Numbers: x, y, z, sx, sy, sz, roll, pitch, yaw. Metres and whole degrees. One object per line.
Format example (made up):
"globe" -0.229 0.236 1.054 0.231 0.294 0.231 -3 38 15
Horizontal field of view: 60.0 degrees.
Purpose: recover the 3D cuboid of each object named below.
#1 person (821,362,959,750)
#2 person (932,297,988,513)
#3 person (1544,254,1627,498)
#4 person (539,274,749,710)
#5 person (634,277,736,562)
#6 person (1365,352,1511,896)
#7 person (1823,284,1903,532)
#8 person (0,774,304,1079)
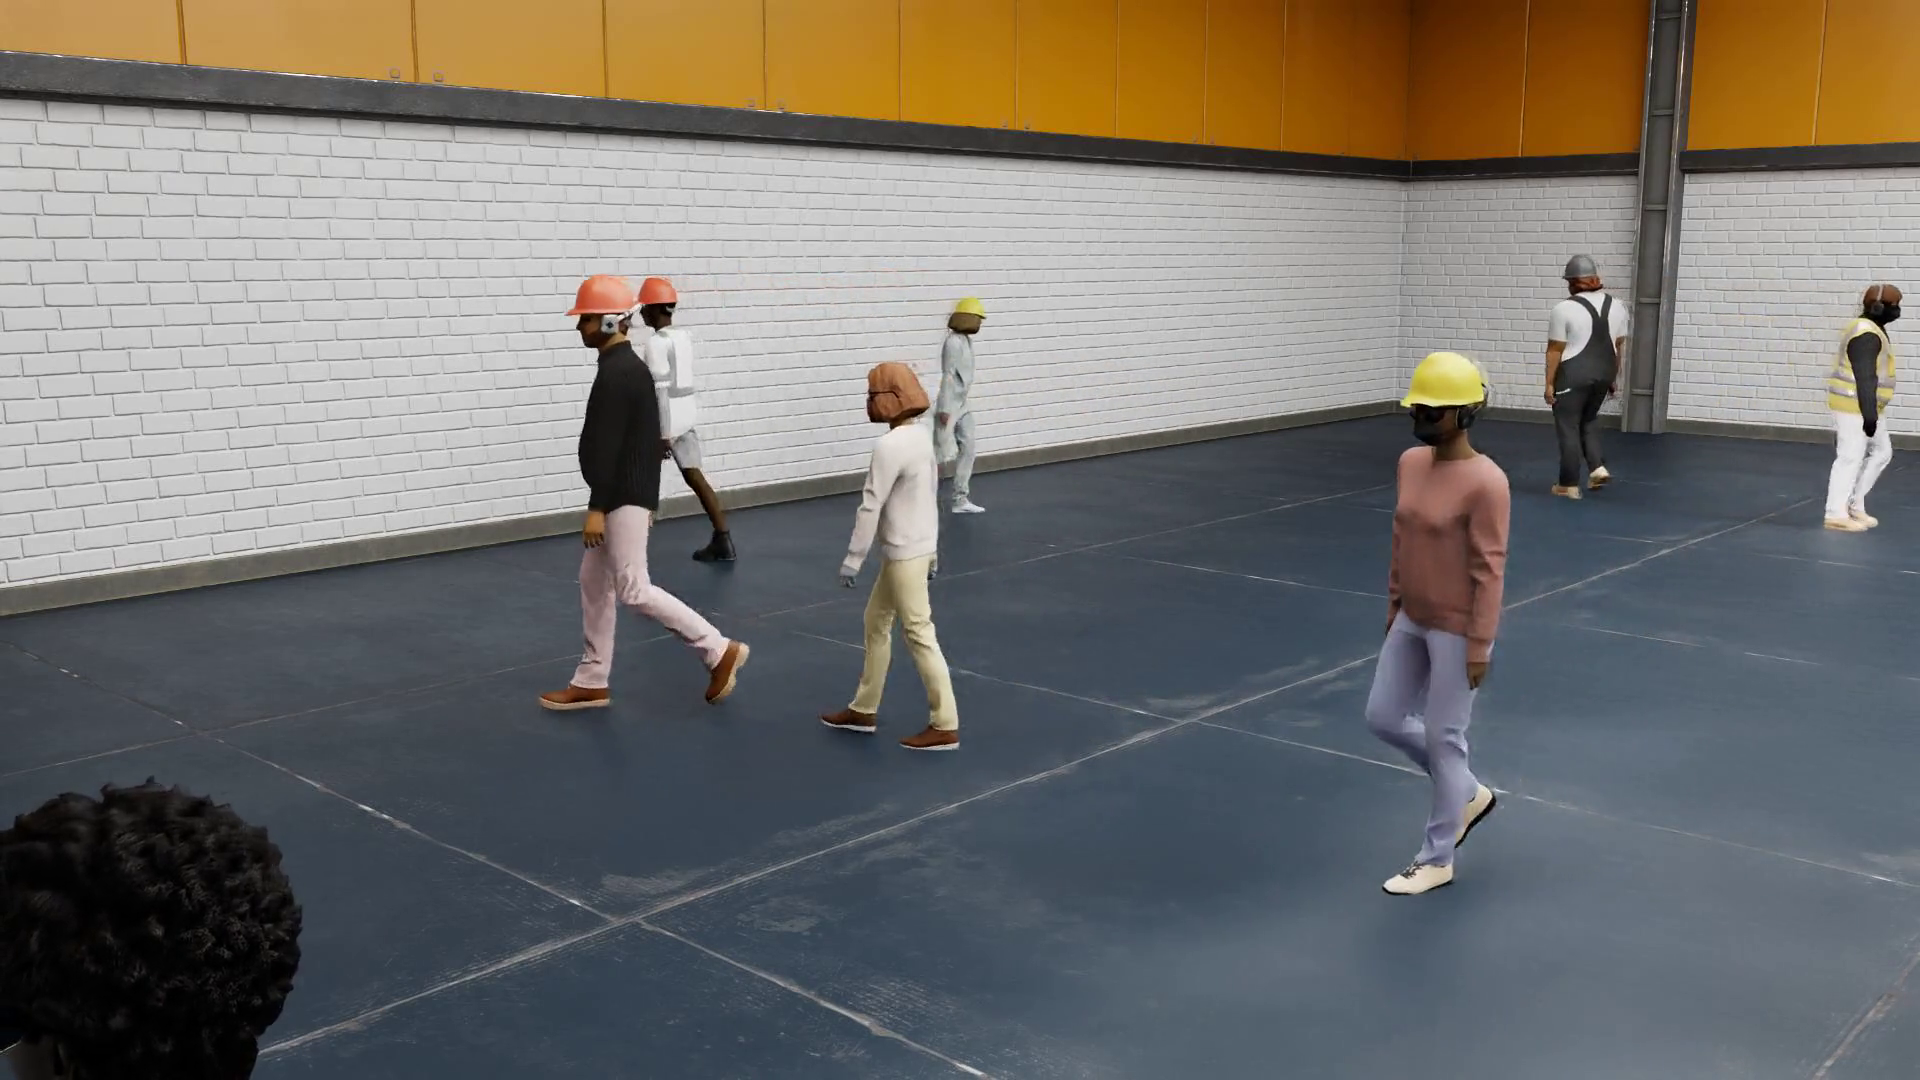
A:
"person" -0.324 0.072 6.913 0.754 1.605 0.514 2 10 13
"person" -0.146 -1.047 12.983 0.703 1.701 0.512 3 10 18
"person" 5.144 -1.366 13.859 0.710 2.000 0.536 -3 10 -17
"person" -1.434 -0.194 7.417 0.877 1.970 0.623 -2 10 -9
"person" -1.933 -0.783 10.986 0.986 1.888 0.562 3 10 17
"person" 1.560 0.272 5.333 0.427 1.751 0.551 -4 11 -20
"person" 6.614 -0.951 12.144 0.498 1.820 0.655 6 12 32
"person" -0.565 1.014 1.315 0.321 1.690 0.533 4 11 23
